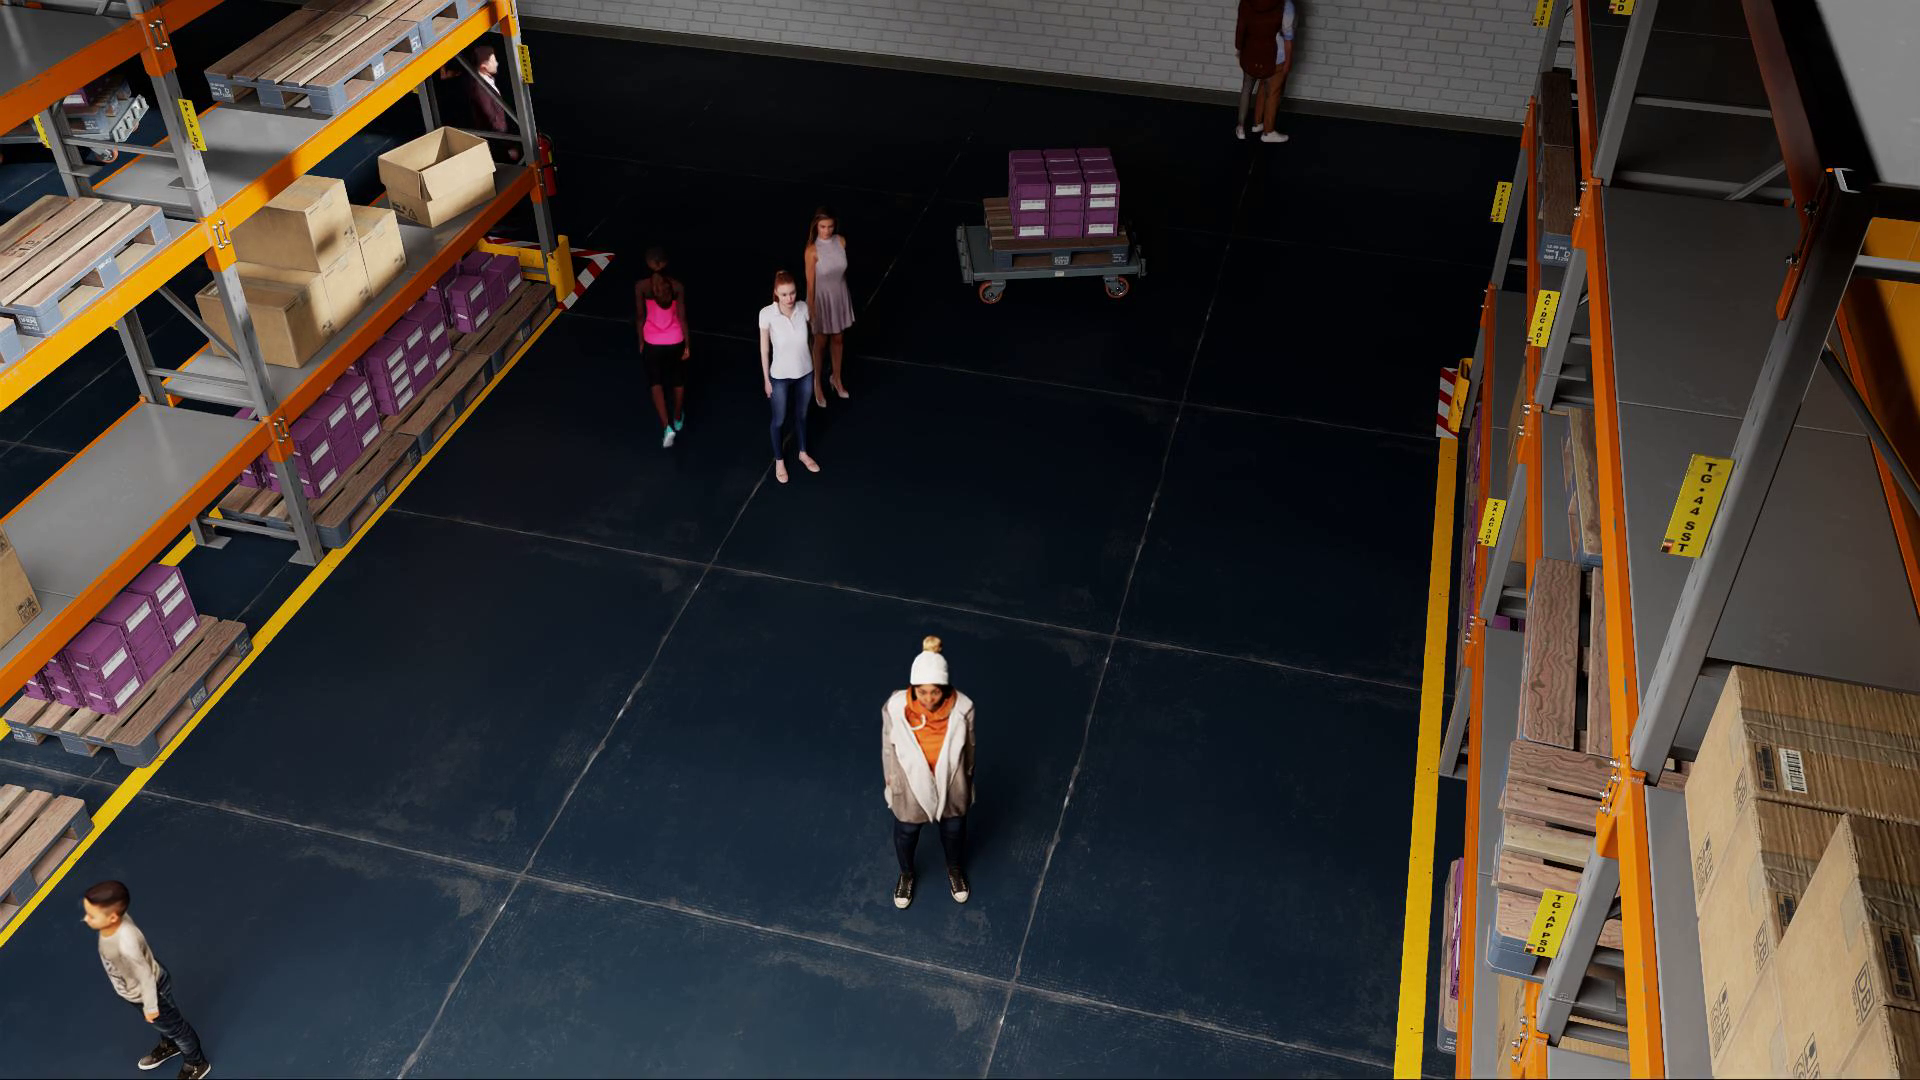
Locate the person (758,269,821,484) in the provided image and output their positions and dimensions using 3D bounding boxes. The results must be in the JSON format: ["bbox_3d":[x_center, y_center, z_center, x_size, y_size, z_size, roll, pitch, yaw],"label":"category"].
[{"bbox_3d":[-1.288,-1.250,12.545,0.655,1.739,0.707,-18,42,-21],"label":"person"}]

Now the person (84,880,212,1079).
[{"bbox_3d":[-4.127,2.233,8.404,0.632,1.465,0.644,30,47,32],"label":"person"}]

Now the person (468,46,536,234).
[{"bbox_3d":[-4.459,-3.709,15.537,0.876,1.848,0.790,-9,39,-11],"label":"person"}]

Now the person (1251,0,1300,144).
[{"bbox_3d":[3.286,-5.060,17.248,0.827,1.824,0.694,-10,40,-12],"label":"person"}]

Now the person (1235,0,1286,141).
[{"bbox_3d":[3.121,-5.034,17.204,0.702,1.838,0.679,11,40,14],"label":"person"}]

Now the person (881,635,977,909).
[{"bbox_3d":[-0.164,1.291,9.243,0.783,1.890,0.792,-4,39,-6],"label":"person"}]

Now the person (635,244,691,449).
[{"bbox_3d":[-2.287,-1.468,12.844,0.816,1.707,1.024,-6,39,-7],"label":"person"}]

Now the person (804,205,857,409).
[{"bbox_3d":[-1.055,-1.878,13.308,0.677,1.768,0.743,-23,44,-26],"label":"person"}]
